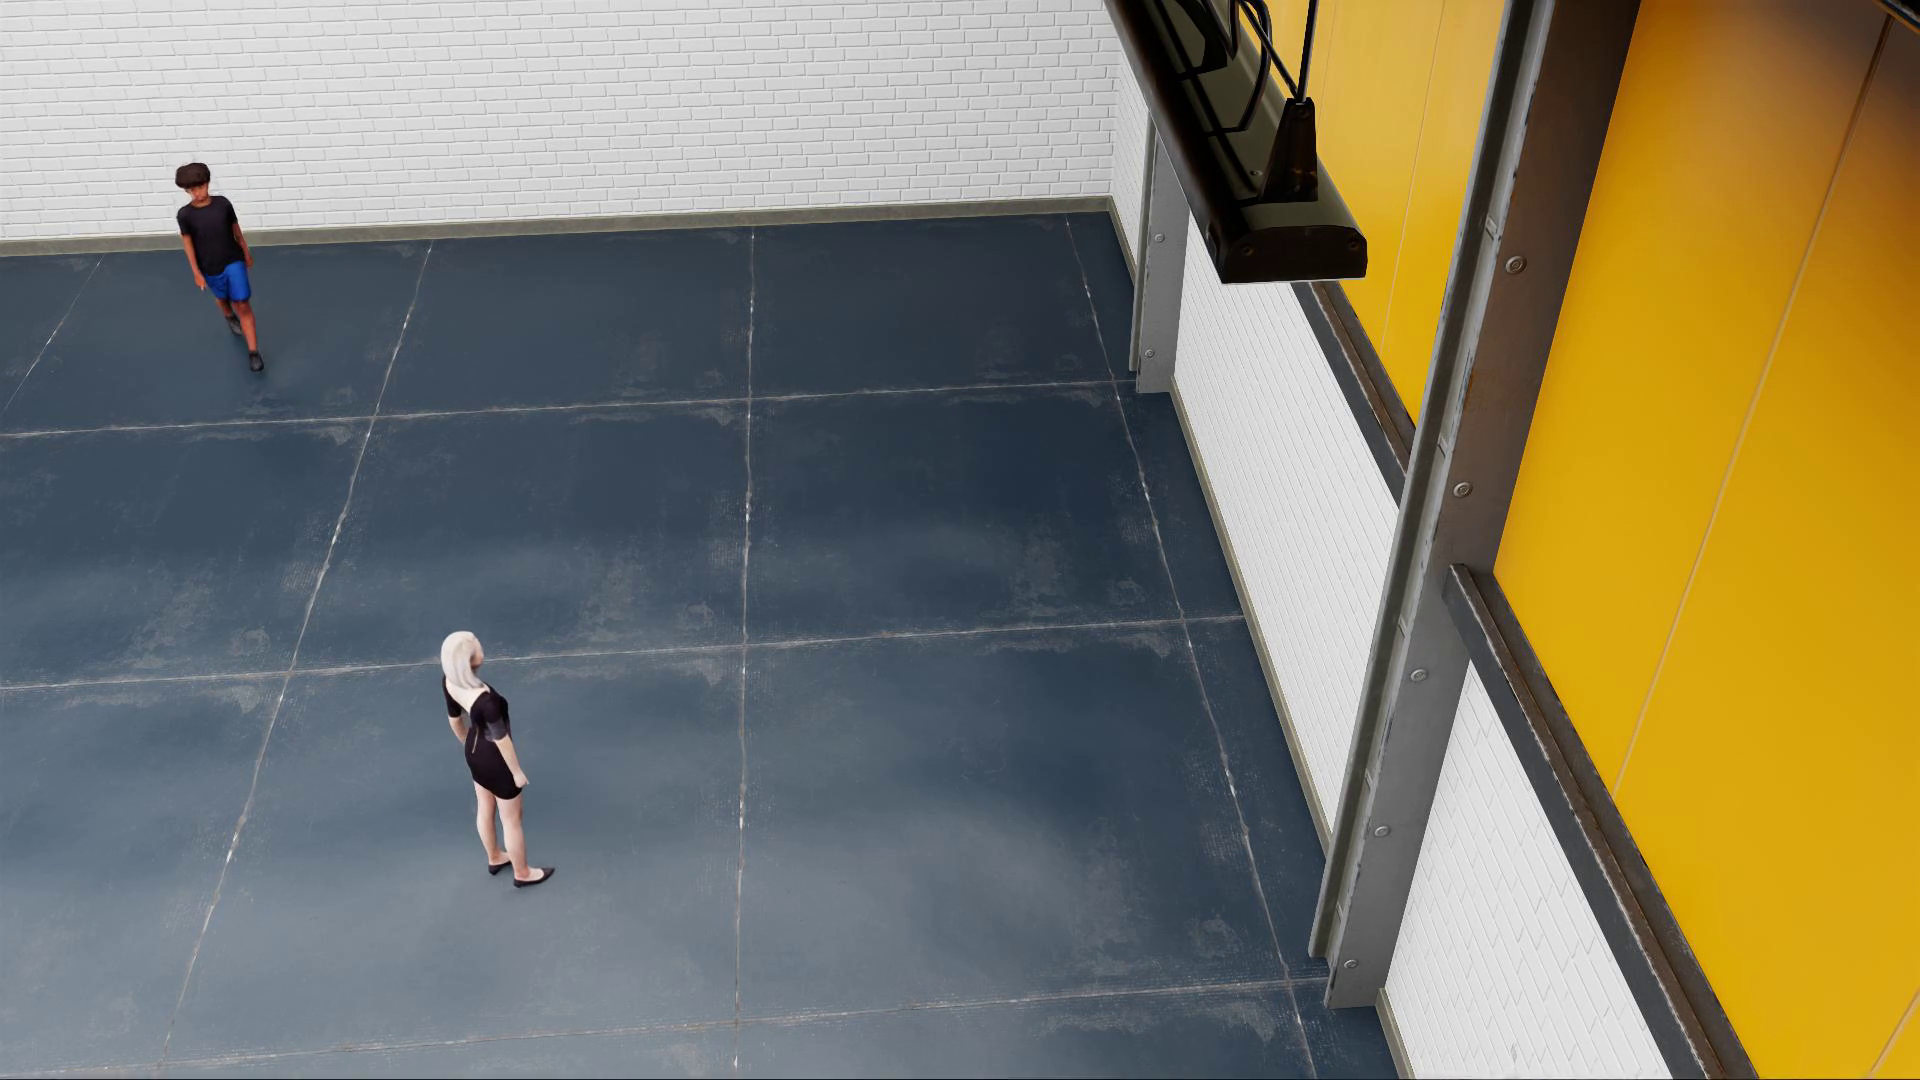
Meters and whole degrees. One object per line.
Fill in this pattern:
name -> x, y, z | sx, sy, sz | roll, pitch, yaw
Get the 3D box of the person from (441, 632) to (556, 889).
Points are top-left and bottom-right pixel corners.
person -> -2.580, 1.213, 9.129 | 0.659, 1.830, 0.707 | 25, 45, 28

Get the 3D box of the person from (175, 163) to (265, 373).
person -> -6.053, -2.298, 13.597 | 0.959, 1.742, 1.303 | -18, 42, -21
